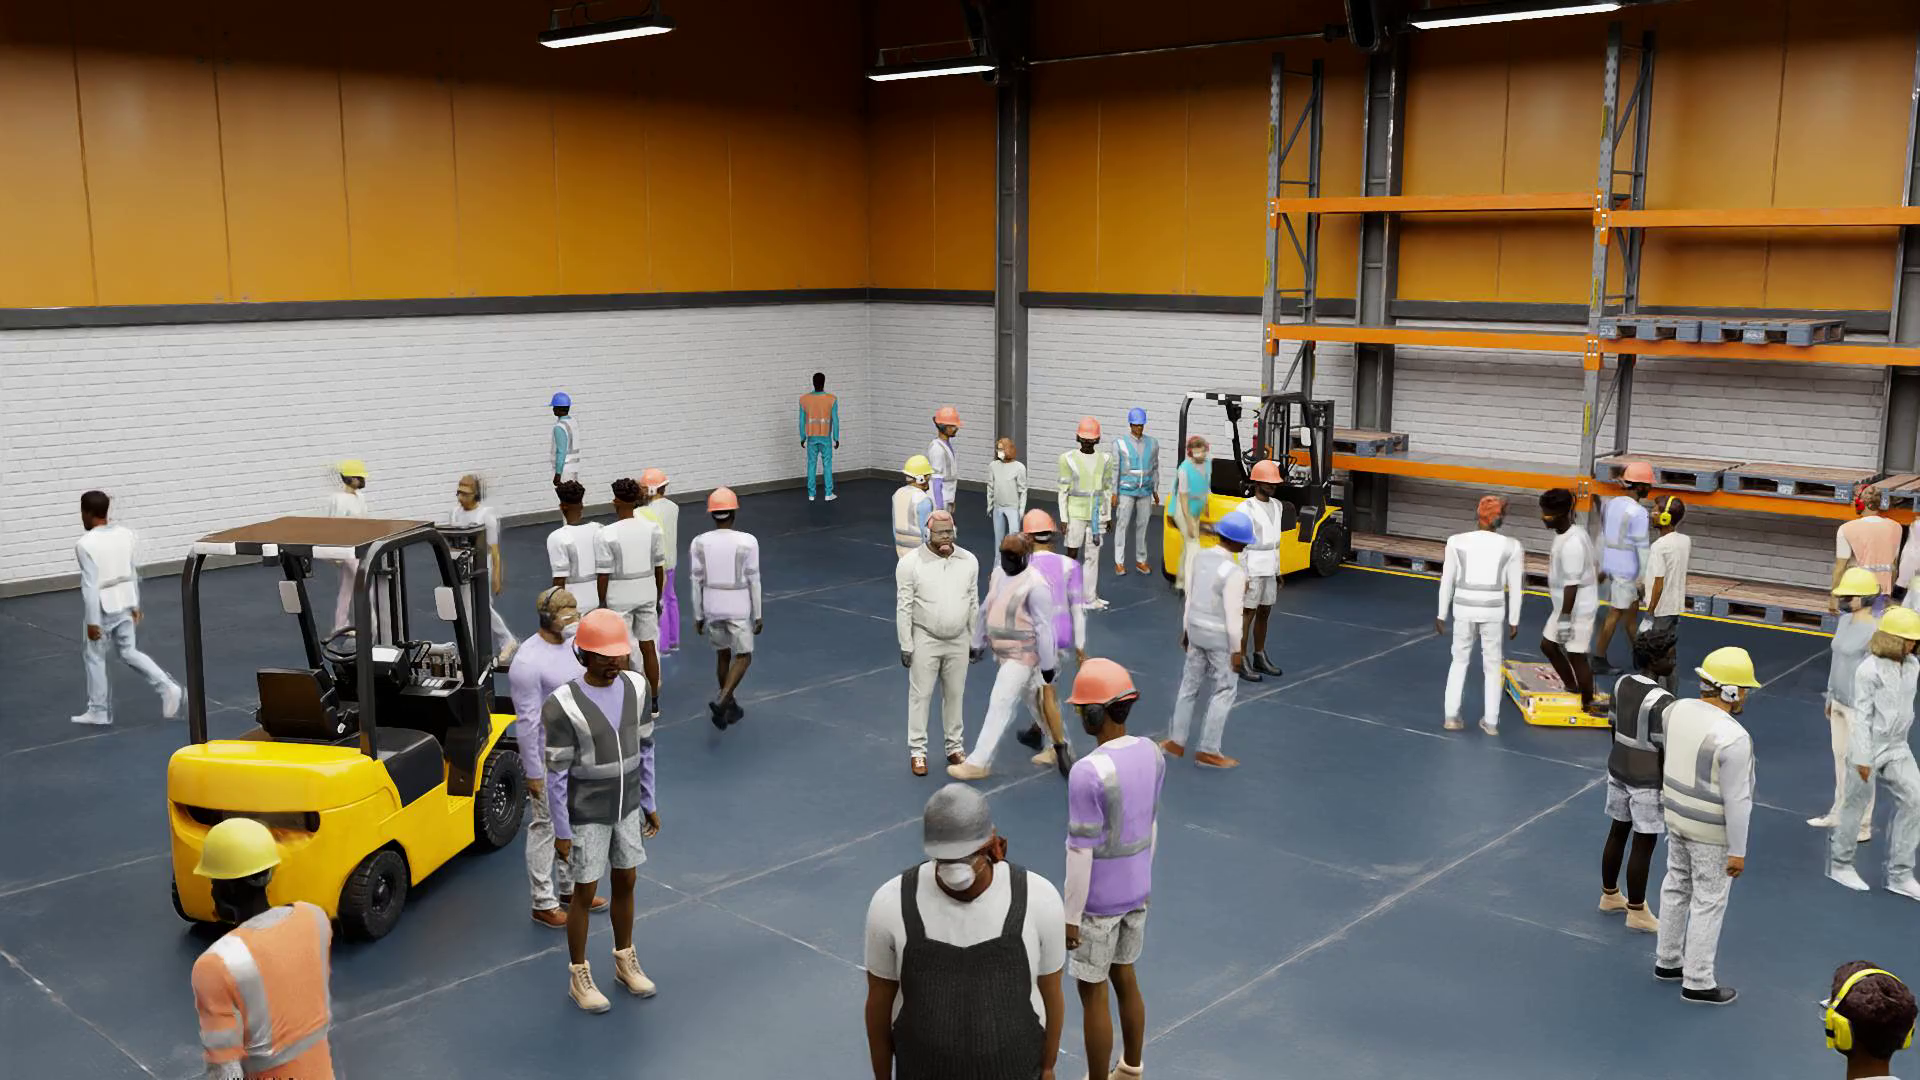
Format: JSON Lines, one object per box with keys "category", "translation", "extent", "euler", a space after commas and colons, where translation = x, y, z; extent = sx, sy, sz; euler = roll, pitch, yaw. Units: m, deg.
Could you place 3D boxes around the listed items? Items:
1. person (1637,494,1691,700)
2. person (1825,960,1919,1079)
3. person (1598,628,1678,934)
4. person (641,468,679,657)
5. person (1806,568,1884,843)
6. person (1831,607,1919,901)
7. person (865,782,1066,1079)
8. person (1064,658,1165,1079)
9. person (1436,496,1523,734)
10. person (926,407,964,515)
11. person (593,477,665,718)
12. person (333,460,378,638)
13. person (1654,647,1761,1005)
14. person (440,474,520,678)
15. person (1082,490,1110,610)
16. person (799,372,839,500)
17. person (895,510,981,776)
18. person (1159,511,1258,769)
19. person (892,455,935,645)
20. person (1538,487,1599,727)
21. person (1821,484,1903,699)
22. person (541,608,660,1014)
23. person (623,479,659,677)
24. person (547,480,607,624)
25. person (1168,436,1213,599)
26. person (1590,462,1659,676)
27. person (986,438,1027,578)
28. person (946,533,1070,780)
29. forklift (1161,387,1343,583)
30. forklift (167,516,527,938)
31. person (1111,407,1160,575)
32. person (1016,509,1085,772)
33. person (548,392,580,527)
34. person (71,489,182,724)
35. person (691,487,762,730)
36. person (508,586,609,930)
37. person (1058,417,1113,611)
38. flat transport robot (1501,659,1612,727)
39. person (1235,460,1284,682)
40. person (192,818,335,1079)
{"category": "person", "translation": [5.456, 0.572, 12.959], "extent": [0.524, 1.876, 0.325], "euler": [-9, 13, -42]}
{"category": "person", "translation": [2.415, 2.060, 4.545], "extent": [0.510, 1.861, 0.324], "euler": [-2, 10, -11]}
{"category": "person", "translation": [3.785, 1.315, 9.225], "extent": [0.317, 1.698, 0.540], "euler": [-2, 10, -9]}
{"category": "person", "translation": [-2.805, 0.204, 15.402], "extent": [0.339, 1.747, 0.576], "euler": [2, 10, 14]}
{"category": "person", "translation": [5.671, 1.044, 10.590], "extent": [0.320, 1.767, 0.525], "euler": [0, 10, 1]}
{"category": "person", "translation": [5.390, 1.239, 9.592], "extent": [0.519, 1.716, 0.703], "euler": [-4, 11, -22]}
{"category": "person", "translation": [0.016, 1.773, 5.648], "extent": [0.688, 2.000, 0.538], "euler": [0, 10, 2]}
{"category": "person", "translation": [0.618, 1.509, 7.188], "extent": [0.410, 2.033, 0.613], "euler": [8, 13, 37]}
{"category": "person", "translation": [4.035, 0.585, 12.916], "extent": [0.617, 1.874, 0.379], "euler": [3, 10, 18]}
{"category": "person", "translation": [-0.163, -0.463, 18.425], "extent": [0.410, 2.035, 0.601], "euler": [2, 10, 9]}
{"category": "person", "translation": [-2.629, 0.478, 13.235], "extent": [0.607, 1.966, 0.367], "euler": [-8, 13, -38]}
{"category": "person", "translation": [-5.745, 0.093, 16.049], "extent": [0.764, 1.734, 0.558], "euler": [0, 10, 2]}
{"category": "person", "translation": [3.732, 1.421, 8.303], "extent": [0.403, 1.817, 0.601], "euler": [-2, 10, -11]}
{"category": "person", "translation": [-4.278, 0.289, 14.804], "extent": [0.518, 1.806, 0.946], "euler": [6, 12, 33]}
{"category": "person", "translation": [1.407, -0.087, 17.412], "extent": [0.314, 1.632, 0.520], "euler": [1, 10, 6]}
{"category": "person", "translation": [-2.104, -1.544, 24.887], "extent": [0.597, 1.916, 0.378], "euler": [1, 10, 6]}
{"category": "person", "translation": [-0.139, 0.731, 11.965], "extent": [0.643, 1.908, 0.410], "euler": [-4, 11, -23]}
{"category": "person", "translation": [1.813, 0.710, 12.136], "extent": [0.479, 1.905, 0.771], "euler": [-5, 11, -25]}
{"category": "person", "translation": [-0.402, 0.113, 15.690], "extent": [0.404, 1.835, 0.588], "euler": [-6, 12, -31]}
{"category": "person", "translation": [4.773, 0.534, 13.055], "extent": [0.581, 1.918, 0.640], "euler": [2, 10, 10]}
{"category": "person", "translation": [7.466, 0.458, 13.725], "extent": [0.563, 1.837, 0.386], "euler": [-1, 10, -8]}
{"category": "person", "translation": [-1.745, 1.329, 8.219], "extent": [0.417, 2.035, 0.601], "euler": [9, 14, 42]}
{"category": "person", "translation": [-2.756, 0.394, 14.104], "extent": [0.457, 1.825, 0.658], "euler": [1, 10, 5]}
{"category": "person", "translation": [-3.002, 0.501, 13.103], "extent": [0.366, 1.963, 0.610], "euler": [7, 12, 33]}
{"category": "person", "translation": [2.475, -0.226, 17.703], "extent": [0.620, 1.802, 0.607], "euler": [6, 12, 32]}
{"category": "person", "translation": [5.977, 0.260, 14.653], "extent": [0.882, 1.899, 0.583], "euler": [-1, 10, -6]}
{"category": "person", "translation": [0.526, -0.352, 18.904], "extent": [0.506, 1.632, 0.268], "euler": [7, 12, 33]}
{"category": "person", "translation": [0.392, 0.813, 11.880], "extent": [1.018, 1.782, 0.635], "euler": [-4, 11, -20]}
{"category": "forklift", "translation": [3.298, -0.608, 18.767], "extent": [1.214, 2.155, 2.313], "euler": [9, 13, 42]}
{"category": "forklift", "translation": [-3.583, 0.976, 9.748], "extent": [1.214, 2.155, 2.313], "euler": [2, 10, 11]}
{"category": "person", "translation": [2.026, -0.565, 19.223], "extent": [0.614, 1.945, 0.402], "euler": [-3, 10, -17]}
{"category": "person", "translation": [0.655, 0.726, 12.160], "extent": [0.538, 1.873, 1.007], "euler": [-3, 11, -19]}
{"category": "person", "translation": [-5.022, -0.907, 21.173], "extent": [0.384, 1.948, 0.605], "euler": [1, 10, 4]}
{"category": "person", "translation": [-6.649, 0.539, 13.118], "extent": [0.822, 1.896, 0.597], "euler": [2, 10, 10]}
{"category": "person", "translation": [-1.831, 0.548, 12.976], "extent": [0.561, 1.916, 0.708], "euler": [2, 10, 12]}
{"category": "person", "translation": [-2.240, 1.200, 9.249], "extent": [0.385, 1.929, 0.634], "euler": [3, 11, 19]}
{"category": "person", "translation": [1.313, -0.260, 17.232], "extent": [0.606, 2.039, 0.395], "euler": [-3, 11, -19]}
{"category": "flat transport robot", "translation": [4.885, 1.245, 13.692], "extent": [0.652, 0.197, 1.431], "euler": [1, 10, 7]}
{"category": "person", "translation": [2.641, 0.260, 14.558], "extent": [0.543, 1.938, 0.357], "euler": [-9, 13, -41]}
{"category": "person", "translation": [-2.424, 1.853, 5.622], "extent": [0.935, 1.882, 0.615], "euler": [4, 11, 19]}
